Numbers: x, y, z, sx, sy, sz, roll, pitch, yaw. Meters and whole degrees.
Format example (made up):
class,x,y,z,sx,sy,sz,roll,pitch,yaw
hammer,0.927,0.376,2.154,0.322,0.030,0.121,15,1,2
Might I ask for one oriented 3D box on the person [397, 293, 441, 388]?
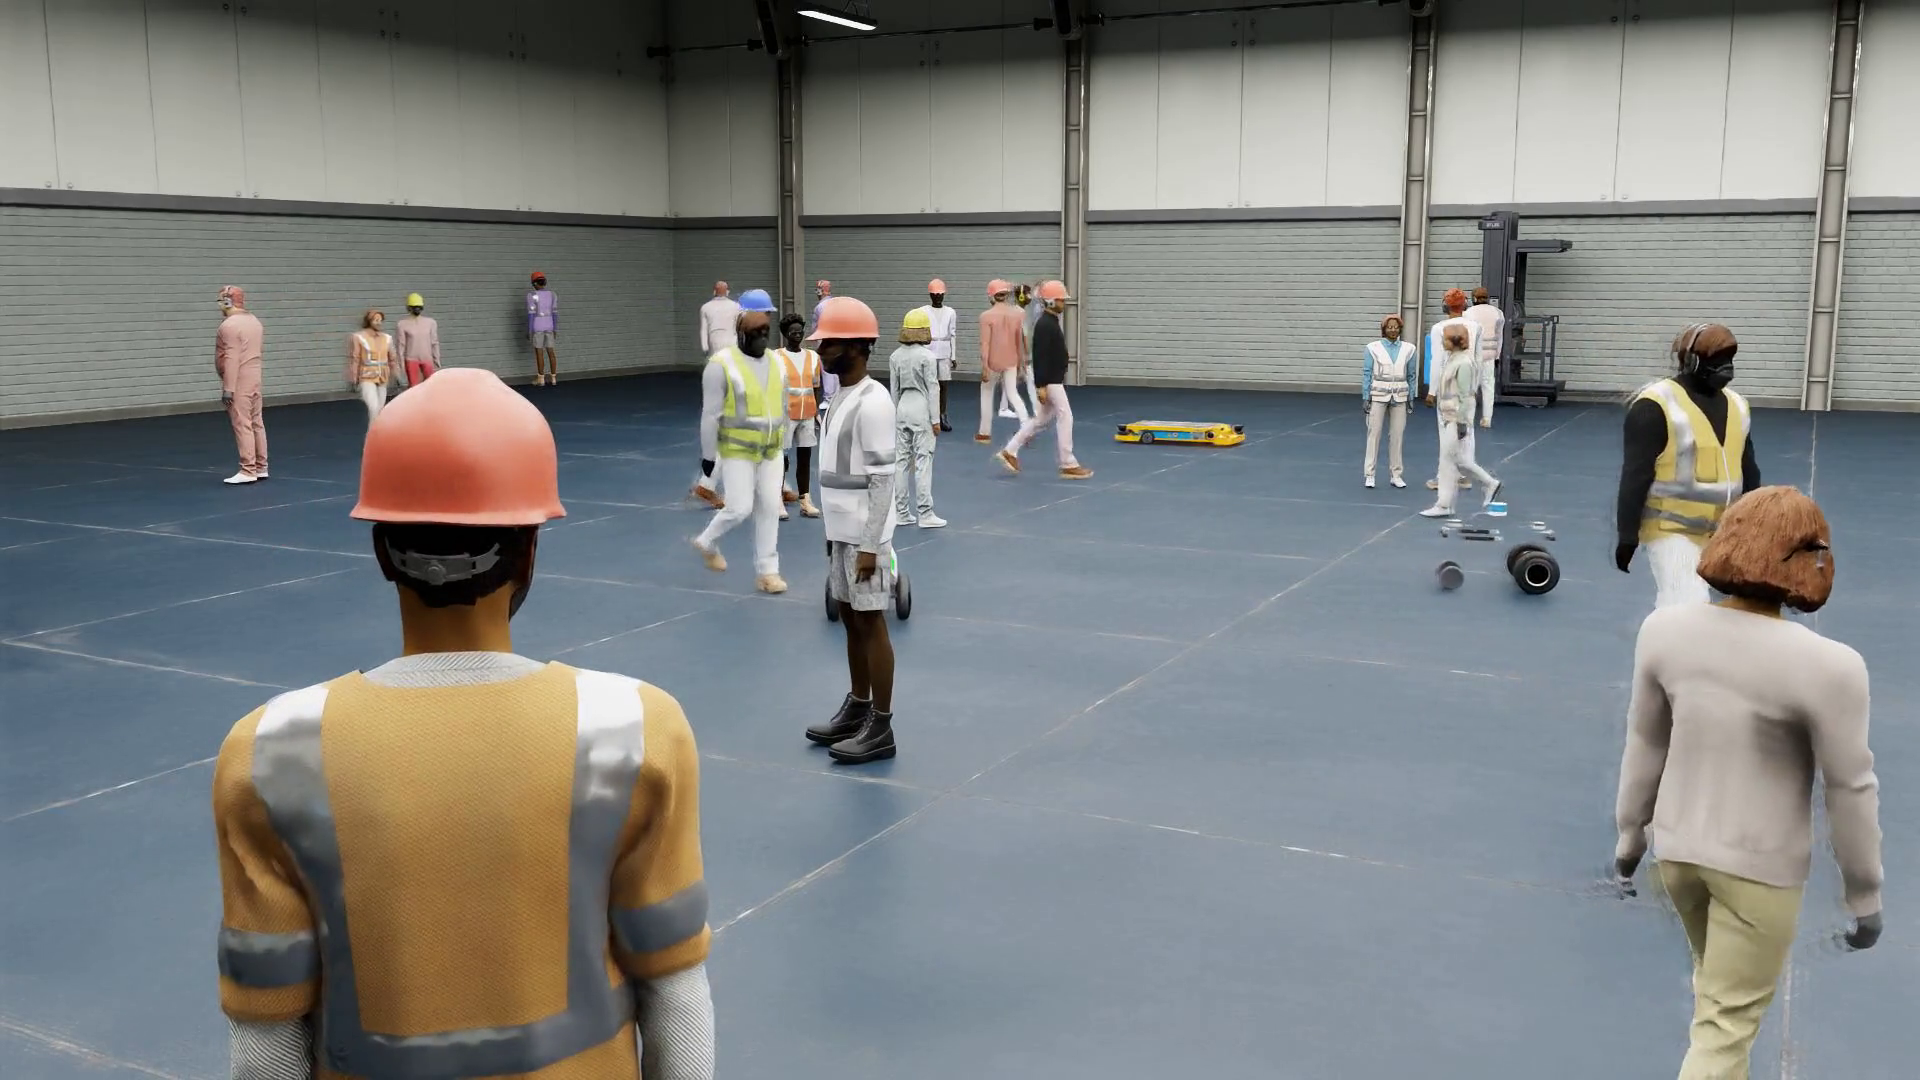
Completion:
class,x,y,z,sx,sy,sz,roll,pitch,yaw
person,-7.053,-2.340,21.705,0.553,1.751,0.363,-6,11,-31

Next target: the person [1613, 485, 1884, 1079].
class,x,y,z,sx,sy,sz,roll,pitch,yaw
person,1.720,0.683,3.541,0.728,1.605,0.519,-5,10,-28

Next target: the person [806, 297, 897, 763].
class,x,y,z,sx,sy,sz,roll,pitch,yaw
person,-0.457,-0.045,7.007,0.364,1.939,0.542,-3,10,-20

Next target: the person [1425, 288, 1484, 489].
class,x,y,z,sx,sy,sz,roll,pitch,yaw
person,4.637,-1.414,15.626,0.575,1.882,0.361,-4,10,-21

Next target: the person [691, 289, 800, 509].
class,x,y,z,sx,sy,sz,roll,pitch,yaw
person,-1.867,-1.220,14.408,1.009,1.901,0.617,-1,9,-8

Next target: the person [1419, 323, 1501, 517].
class,x,y,z,sx,sy,sz,roll,pitch,yaw
person,4.203,-0.999,13.867,0.627,1.618,0.524,0,9,2

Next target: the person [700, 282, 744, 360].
class,x,y,z,sx,sy,sz,roll,pitch,yaw
person,-3.482,-2.875,24.676,0.645,1.866,0.929,0,9,3

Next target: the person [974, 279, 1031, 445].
class,x,y,z,sx,sy,sz,roll,pitch,yaw
person,0.528,-2.092,19.604,0.629,1.962,0.954,-6,11,-33

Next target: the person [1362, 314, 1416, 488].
class,x,y,z,sx,sy,sz,roll,pitch,yaw
person,4.060,-1.316,15.764,0.515,1.641,0.309,0,9,-2

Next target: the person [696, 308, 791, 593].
class,x,y,z,sx,sy,sz,roll,pitch,yaw
person,-1.399,-0.584,10.698,0.658,1.819,0.613,-8,12,-42

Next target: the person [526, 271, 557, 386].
class,x,y,z,sx,sy,sz,roll,pitch,yaw
person,-7.486,-3.775,29.727,0.390,2.034,0.605,8,12,42

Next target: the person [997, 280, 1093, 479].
class,x,y,z,sx,sy,sz,roll,pitch,yaw
person,0.832,-1.595,16.505,0.936,1.961,0.621,1,9,6

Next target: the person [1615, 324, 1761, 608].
class,x,y,z,sx,sy,sz,roll,pitch,yaw
person,3.219,-0.005,7.124,0.661,1.814,0.784,-4,10,-25

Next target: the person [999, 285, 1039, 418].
class,x,y,z,sx,sy,sz,roll,pitch,yaw
person,0.948,-2.626,23.214,0.882,1.833,0.565,0,9,2

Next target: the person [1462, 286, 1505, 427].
class,x,y,z,sx,sy,sz,roll,pitch,yaw
person,6.793,-2.396,21.817,0.625,1.841,0.429,-2,9,-9

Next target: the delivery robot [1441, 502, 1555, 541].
class,x,y,z,sx,sy,sz,roll,pitch,yaw
delivery robot,3.501,-0.128,10.821,0.698,0.223,0.335,2,9,12

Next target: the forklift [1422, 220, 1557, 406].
class,x,y,z,sx,sy,sz,roll,pitch,yaw
forklift,8.245,-3.527,25.720,1.873,2.768,1.129,5,10,27

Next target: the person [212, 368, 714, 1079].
class,x,y,z,sx,sy,sz,roll,pitch,yaw
person,-0.578,0.762,2.034,0.552,1.935,0.374,-2,9,-13

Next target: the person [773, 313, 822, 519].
class,x,y,z,sx,sy,sz,roll,pitch,yaw
person,-1.381,-1.030,13.831,0.535,1.697,0.318,-6,11,-34

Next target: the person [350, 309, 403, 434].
class,x,y,z,sx,sy,sz,roll,pitch,yaw
person,-6.419,-1.733,18.401,0.726,1.609,0.535,6,11,34

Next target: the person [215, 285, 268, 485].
class,x,y,z,sx,sy,sz,roll,pitch,yaw
person,-6.982,-1.502,16.099,0.402,1.904,0.652,0,9,1

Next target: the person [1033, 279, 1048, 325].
class,x,y,z,sx,sy,sz,roll,pitch,yaw
person,1.272,-2.918,24.778,0.384,1.929,0.628,-2,10,-15

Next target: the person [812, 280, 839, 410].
class,x,y,z,sx,sy,sz,roll,pitch,yaw
person,-2.000,-2.886,24.642,0.401,1.905,0.642,3,10,16

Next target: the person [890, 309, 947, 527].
class,x,y,z,sx,sy,sz,roll,pitch,yaw
person,-0.345,-0.980,13.375,0.486,1.744,0.294,7,12,38

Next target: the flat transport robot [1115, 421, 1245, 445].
class,x,y,z,sx,sy,sz,roll,pitch,yaw
flat transport robot,2.644,-1.294,19.974,1.431,0.197,0.652,4,10,22

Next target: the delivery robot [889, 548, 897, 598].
class,x,y,z,sx,sy,sz,roll,pitch,yaw
delivery robot,-0.571,0.127,10.047,0.477,0.478,0.707,-1,9,-7

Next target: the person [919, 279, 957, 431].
class,x,y,z,sx,sy,sz,roll,pitch,yaw
person,-0.298,-2.369,21.342,0.543,1.940,0.361,-3,10,-17
